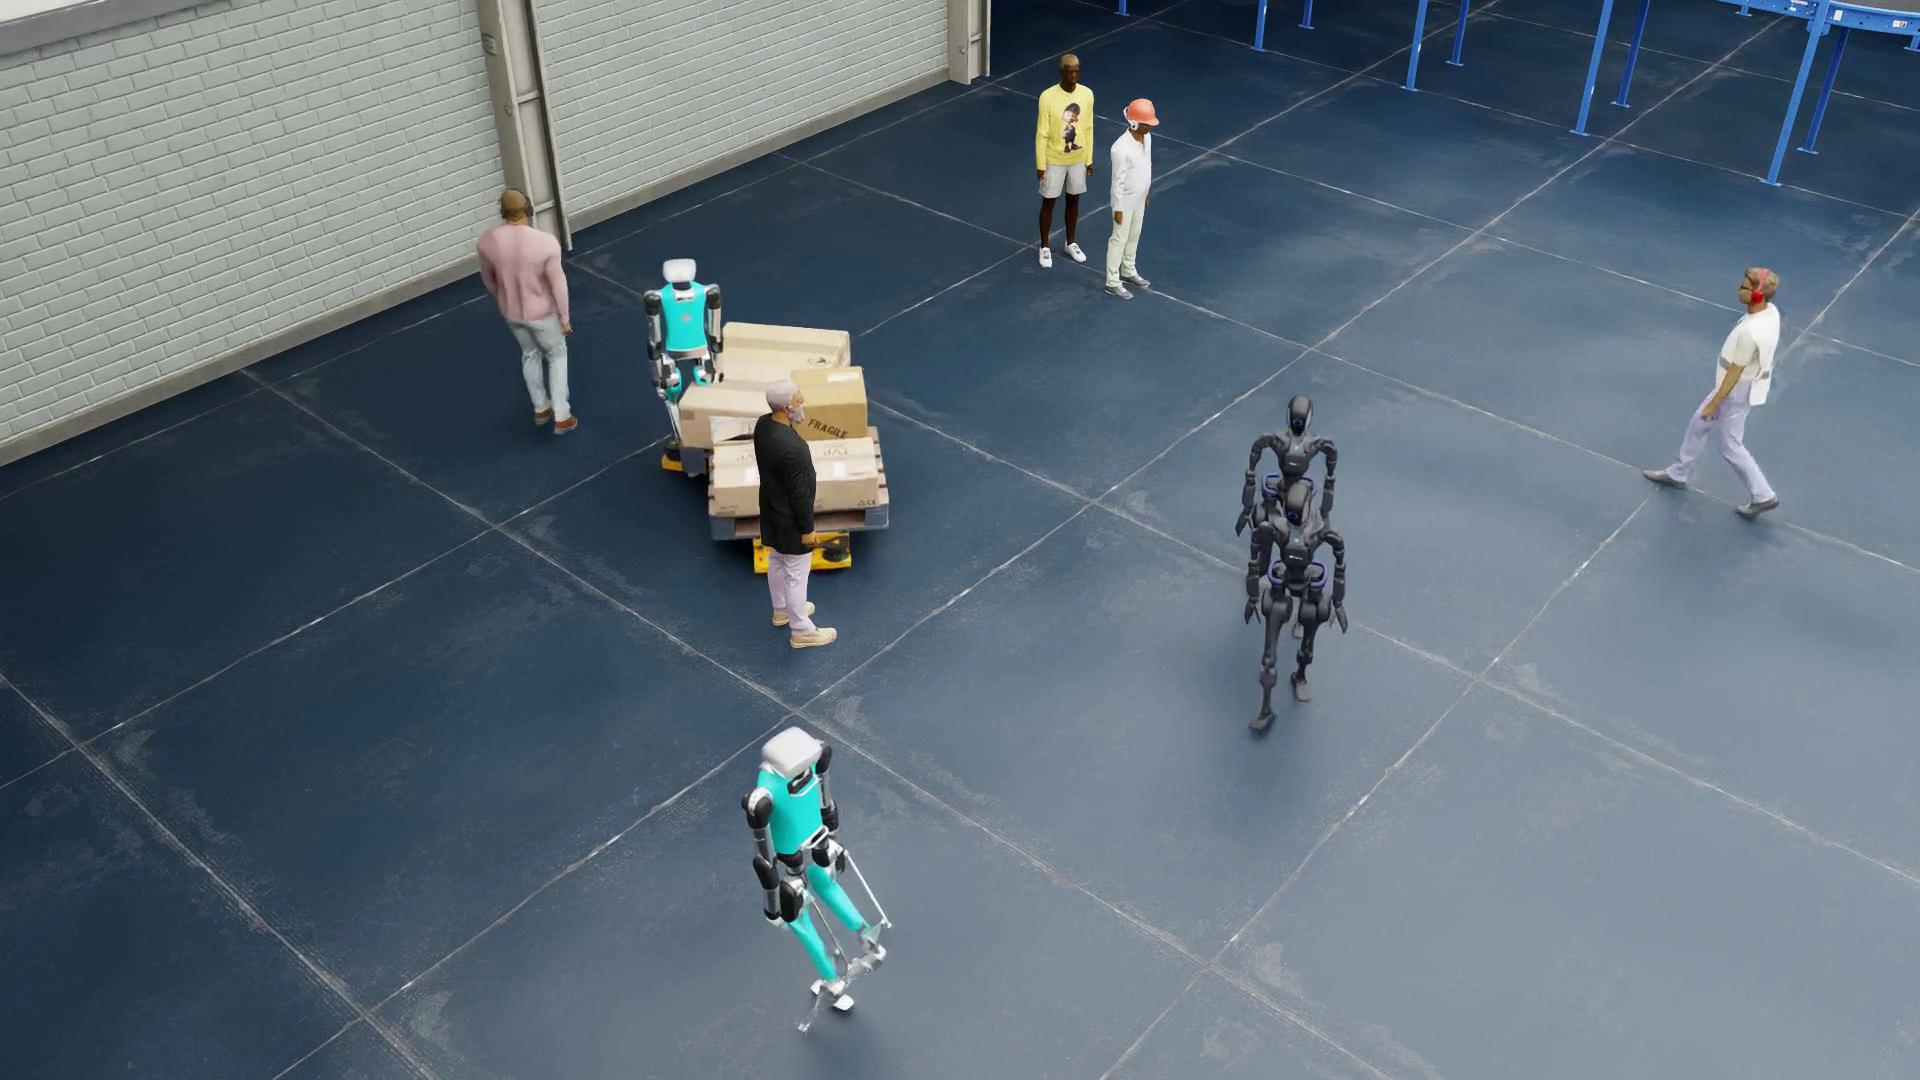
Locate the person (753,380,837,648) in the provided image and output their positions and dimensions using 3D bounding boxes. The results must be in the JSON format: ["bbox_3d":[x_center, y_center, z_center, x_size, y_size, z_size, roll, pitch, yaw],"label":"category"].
[{"bbox_3d":[-1.056,-0.162,10.247,0.405,1.856,0.531,-17,39,-23],"label":"person"}]

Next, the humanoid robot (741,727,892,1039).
[{"bbox_3d":[-0.596,1.683,7.778,0.663,1.822,0.538,22,41,28],"label":"humanoid robot"}]

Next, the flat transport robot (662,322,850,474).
[{"bbox_3d":[-1.437,-0.710,12.385,1.431,0.231,0.659,5,36,8],"label":"flat transport robot"}]

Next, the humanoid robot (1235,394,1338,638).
[{"bbox_3d":[2.055,-0.192,10.470,0.609,1.624,0.556,4,36,6],"label":"humanoid robot"}]

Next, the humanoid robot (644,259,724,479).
[{"bbox_3d":[-1.960,-1.230,11.885,0.546,1.838,0.671,-10,37,-13],"label":"humanoid robot"}]

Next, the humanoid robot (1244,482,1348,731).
[{"bbox_3d":[1.963,0.364,9.678,0.618,1.631,0.646,8,36,12],"label":"humanoid robot"}]

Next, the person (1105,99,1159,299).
[{"bbox_3d":[1.482,-2.927,14.226,0.347,1.743,0.561,21,41,27],"label":"person"}]

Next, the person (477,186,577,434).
[{"bbox_3d":[-3.204,-1.678,12.340,0.667,1.894,0.509,7,36,9],"label":"person"}]

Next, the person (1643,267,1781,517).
[{"bbox_3d":[5.410,-1.022,11.491,0.874,1.814,0.564,17,39,23],"label":"person"}]

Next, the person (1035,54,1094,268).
[{"bbox_3d":[0.920,-3.350,14.688,0.542,1.899,0.376,-11,37,-16],"label":"person"}]

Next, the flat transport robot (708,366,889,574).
[{"bbox_3d":[-1.141,-0.261,11.754,0.659,0.231,1.431,-4,36,-6],"label":"flat transport robot"}]
